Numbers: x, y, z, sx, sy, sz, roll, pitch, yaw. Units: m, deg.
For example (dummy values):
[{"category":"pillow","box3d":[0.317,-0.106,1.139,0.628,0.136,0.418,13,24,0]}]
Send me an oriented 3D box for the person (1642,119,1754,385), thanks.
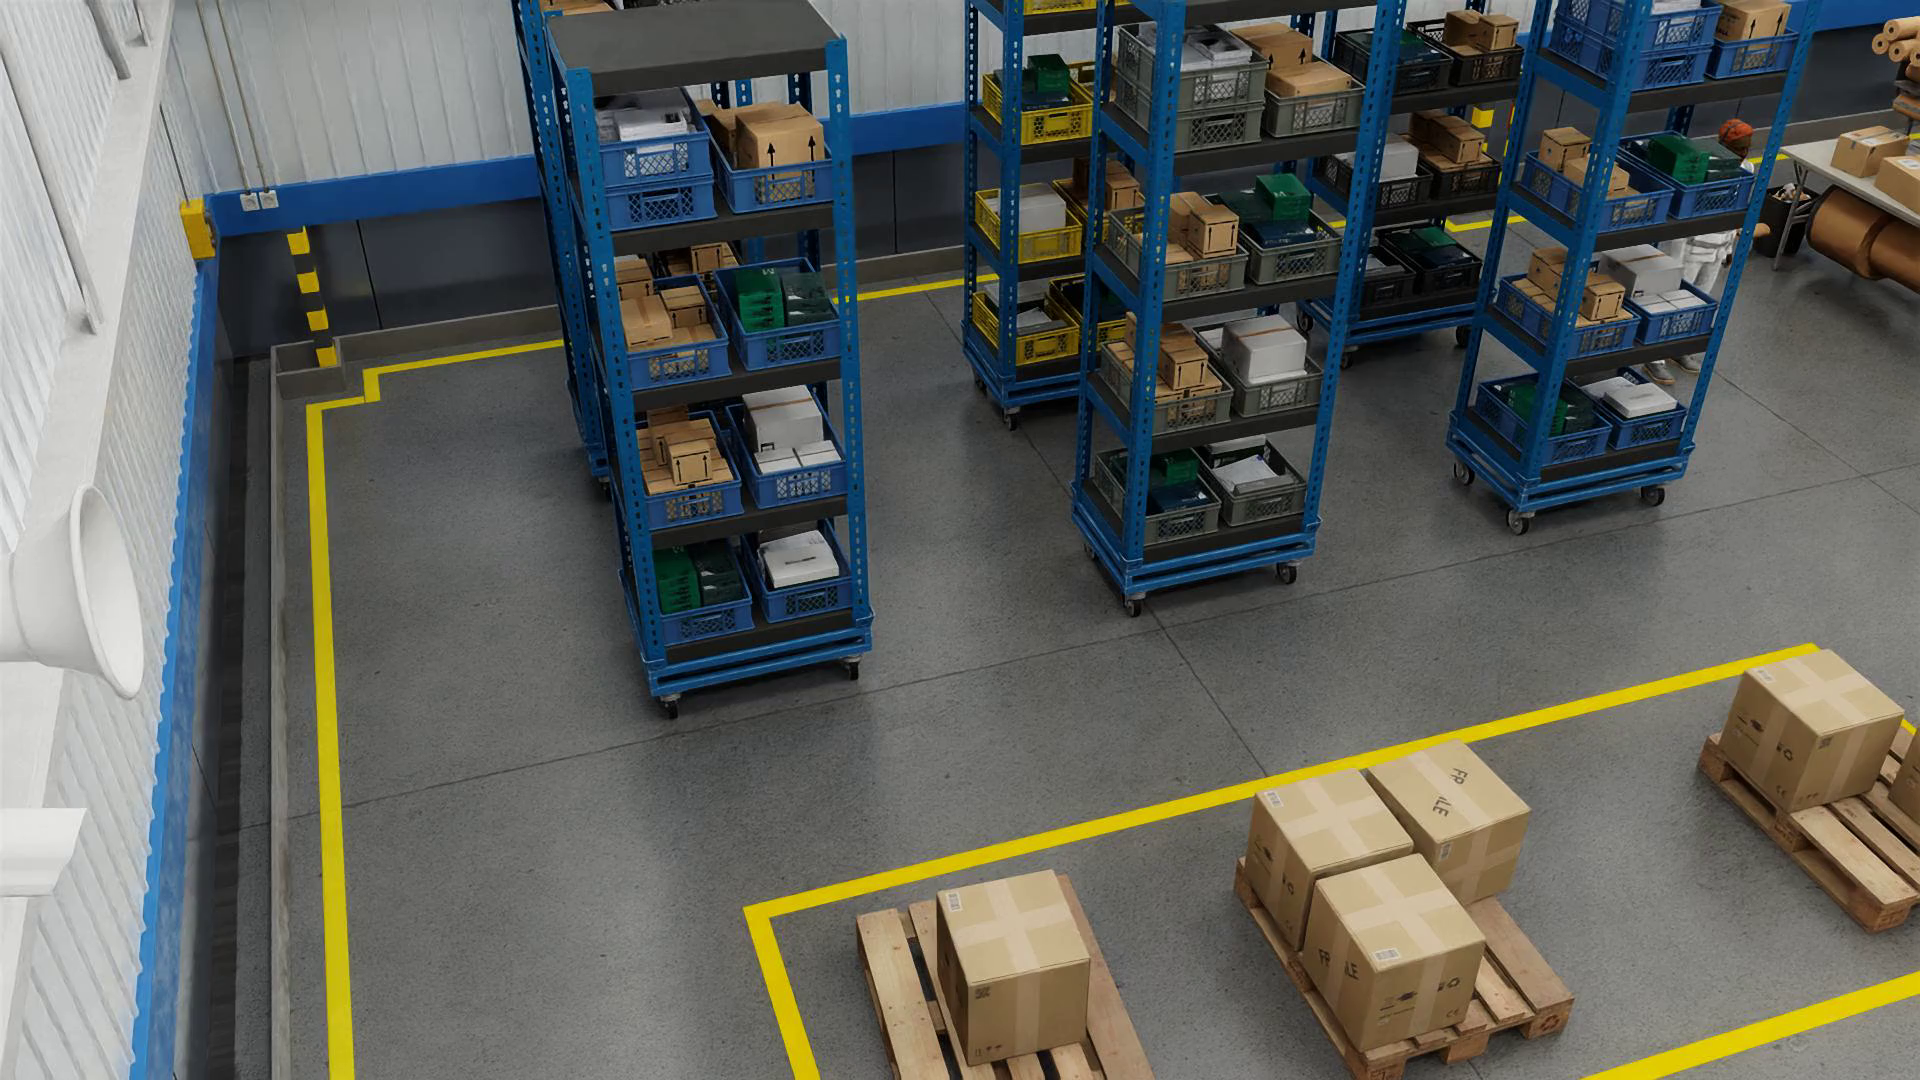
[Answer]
[{"category":"person","box3d":[5.117,-1.981,11.463,0.582,1.882,0.347,-17,39,-22]}]
